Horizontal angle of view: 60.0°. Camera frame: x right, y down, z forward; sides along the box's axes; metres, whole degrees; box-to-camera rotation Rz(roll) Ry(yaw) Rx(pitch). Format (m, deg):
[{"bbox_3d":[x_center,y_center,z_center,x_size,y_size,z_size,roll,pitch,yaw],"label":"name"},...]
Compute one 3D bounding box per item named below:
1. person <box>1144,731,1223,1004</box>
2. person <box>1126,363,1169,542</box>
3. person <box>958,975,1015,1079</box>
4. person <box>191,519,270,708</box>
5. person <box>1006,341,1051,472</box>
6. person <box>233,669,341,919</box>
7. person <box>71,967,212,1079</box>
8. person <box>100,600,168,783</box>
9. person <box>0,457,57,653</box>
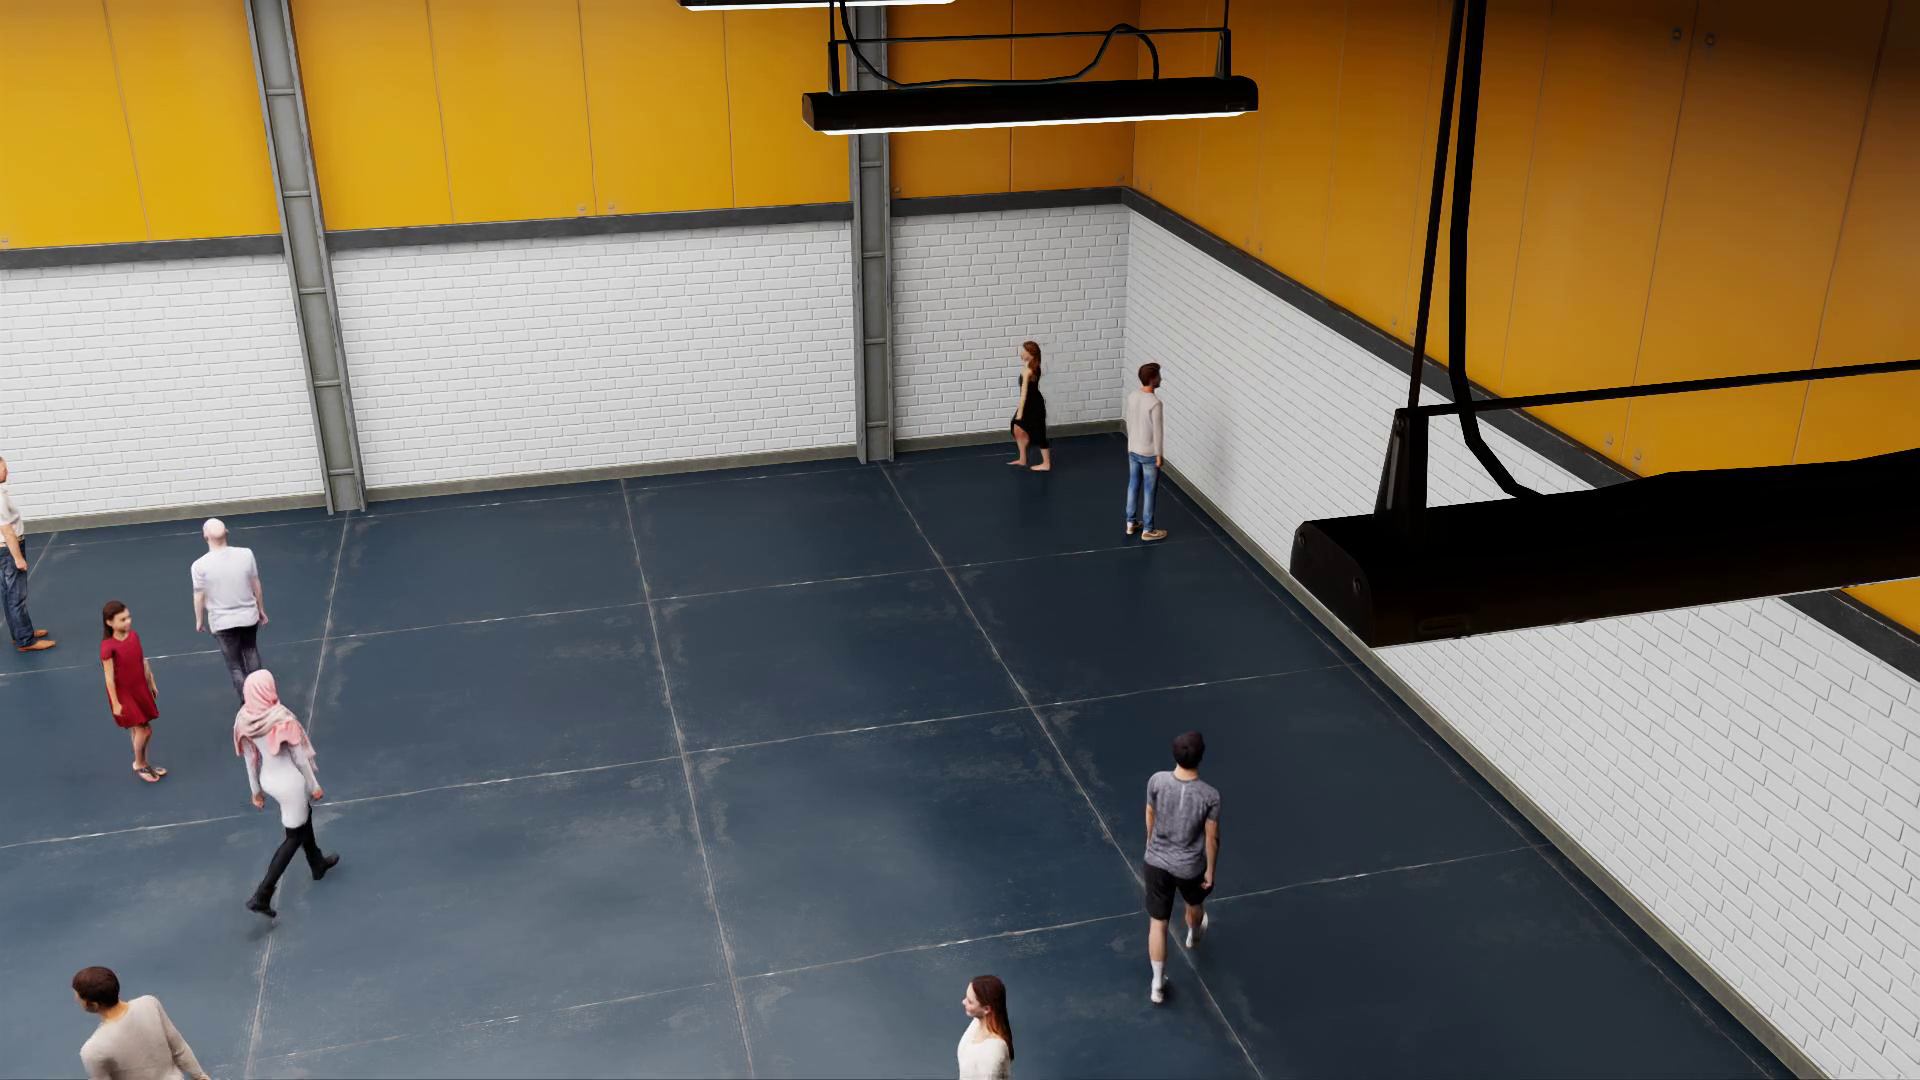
[{"bbox_3d":[1.346,2.099,10.571,1.172,1.840,1.139,8,25,18],"label":"person"},{"bbox_3d":[1.935,-0.934,17.432,0.703,1.903,0.730,-17,29,-33],"label":"person"},{"bbox_3d":[0.221,3.002,8.704,0.785,1.681,0.713,-1,24,-3],"label":"person"},{"bbox_3d":[-5.983,0.709,13.782,0.876,1.817,0.926,-22,32,-40],"label":"person"},{"bbox_3d":[0.884,-1.528,19.175,0.835,1.595,0.724,6,24,13],"label":"person"},{"bbox_3d":[-4.694,1.759,11.437,1.156,1.770,1.149,10,26,22],"label":"person"},{"bbox_3d":[-4.074,2.979,8.602,1.312,1.805,1.067,8,25,18],"label":"person"},{"bbox_3d":[-6.573,1.178,13.045,0.746,1.547,0.679,5,24,12],"label":"person"},{"bbox_3d":[-8.669,0.112,15.106,0.710,1.851,0.740,-17,29,-34],"label":"person"}]
